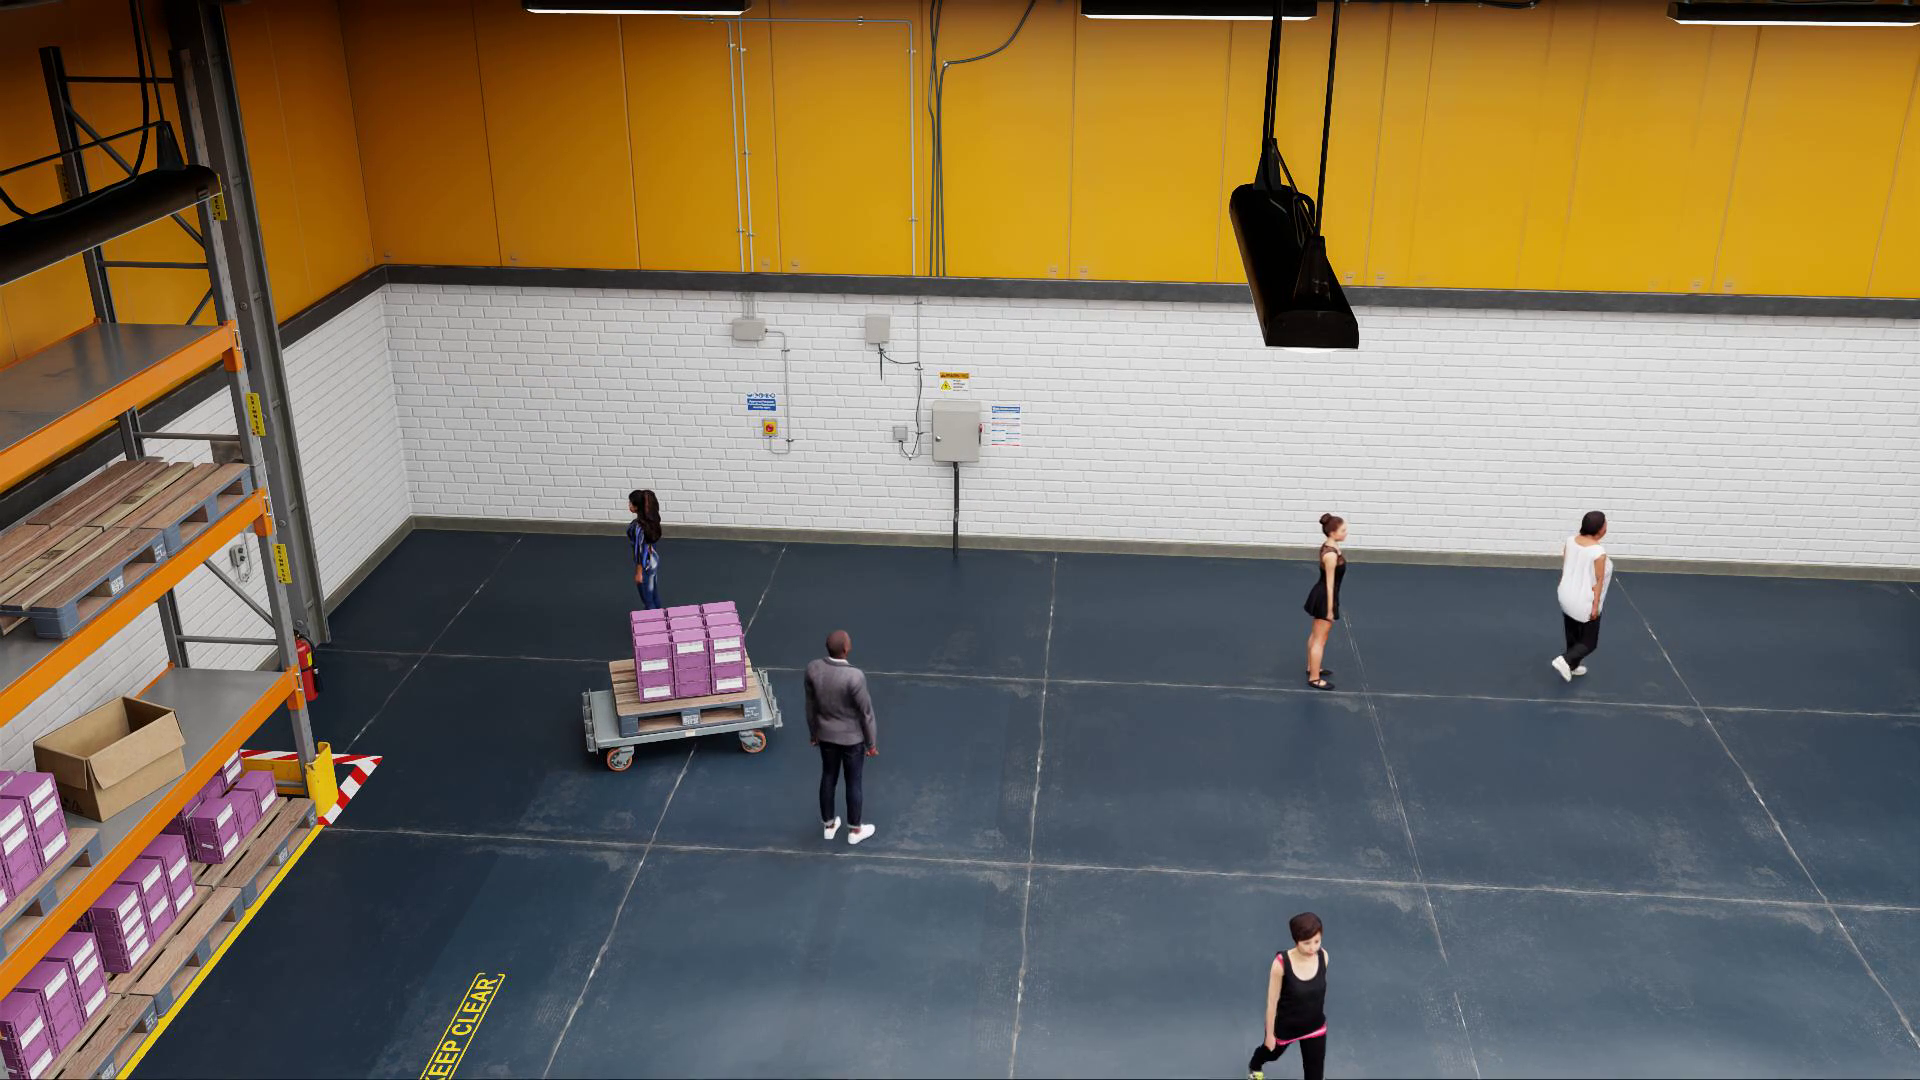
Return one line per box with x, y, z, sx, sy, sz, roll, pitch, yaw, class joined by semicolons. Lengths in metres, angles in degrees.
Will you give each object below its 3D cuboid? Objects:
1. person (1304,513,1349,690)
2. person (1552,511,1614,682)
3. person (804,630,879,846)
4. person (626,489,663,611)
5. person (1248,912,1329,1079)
3.358;0.541;15.275;0.649;1.673;0.519;4;24;9;person
5.675;0.541;15.272;0.870;1.676;0.812;-8;25;-17;person
-0.929;1.519;12.858;0.796;1.817;0.723;10;26;22;person
-3.021;0.254;16.002;0.669;1.617;0.482;1;24;3;person
1.999;2.884;10.112;0.823;1.517;1.111;-7;24;-15;person
